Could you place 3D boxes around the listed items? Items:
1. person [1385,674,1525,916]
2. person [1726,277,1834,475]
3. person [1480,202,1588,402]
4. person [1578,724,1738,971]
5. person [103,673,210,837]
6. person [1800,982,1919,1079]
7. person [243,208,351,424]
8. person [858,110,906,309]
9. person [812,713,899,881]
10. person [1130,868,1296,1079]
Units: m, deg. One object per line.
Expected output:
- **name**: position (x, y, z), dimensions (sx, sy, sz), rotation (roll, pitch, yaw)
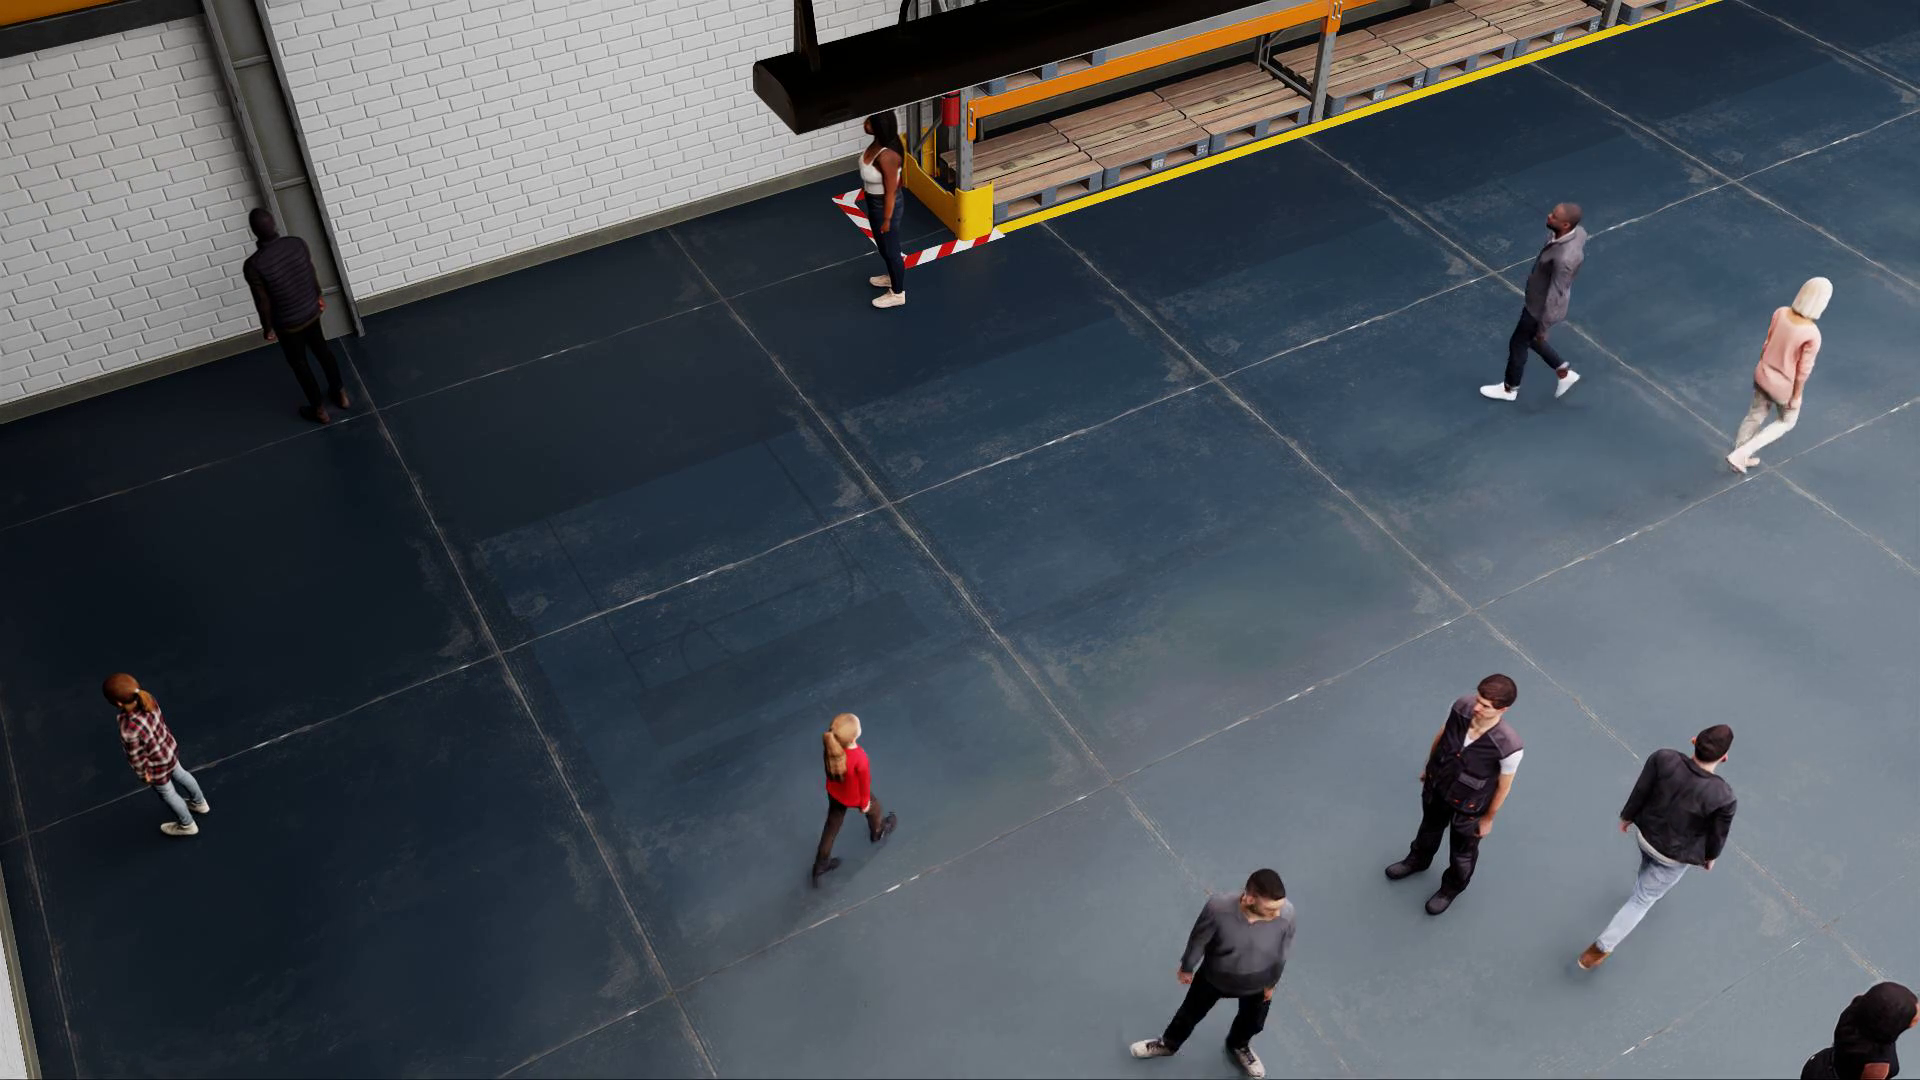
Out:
- **person**: position (2.809, 1.387, 9.279), dimensions (0.565, 1.848, 0.651), rotation (-24, 48, -23)
- **person**: position (5.852, -1.135, 12.020), dimensions (0.693, 1.718, 0.656), rotation (-14, 45, -15)
- **person**: position (4.514, -1.761, 12.617), dimensions (1.083, 1.801, 1.041), rotation (14, 45, 14)
- **person**: position (3.775, 1.683, 8.995), dimensions (1.171, 1.811, 0.772), rotation (-28, 50, -26)
- **person**: position (-4.739, 1.258, 9.808), dimensions (0.636, 1.305, 0.604), rotation (0, 44, 0)
- **person**: position (4.218, 2.658, 8.023), dimensions (0.712, 1.741, 0.668), rotation (7, 44, 8)
- **person**: position (-5.014, -1.691, 12.519), dimensions (0.837, 1.835, 0.669), rotation (26, 49, 25)
- **person**: position (-0.601, -2.749, 13.649), dimensions (0.744, 1.808, 0.738), rotation (-3, 44, -3)
- **person**: position (-0.683, 1.479, 9.610), dimensions (0.710, 1.258, 0.955), rotation (29, 51, 27)
- **person**: position (1.360, 2.199, 8.501), dimensions (0.776, 1.746, 0.966), rotation (9, 44, 10)
